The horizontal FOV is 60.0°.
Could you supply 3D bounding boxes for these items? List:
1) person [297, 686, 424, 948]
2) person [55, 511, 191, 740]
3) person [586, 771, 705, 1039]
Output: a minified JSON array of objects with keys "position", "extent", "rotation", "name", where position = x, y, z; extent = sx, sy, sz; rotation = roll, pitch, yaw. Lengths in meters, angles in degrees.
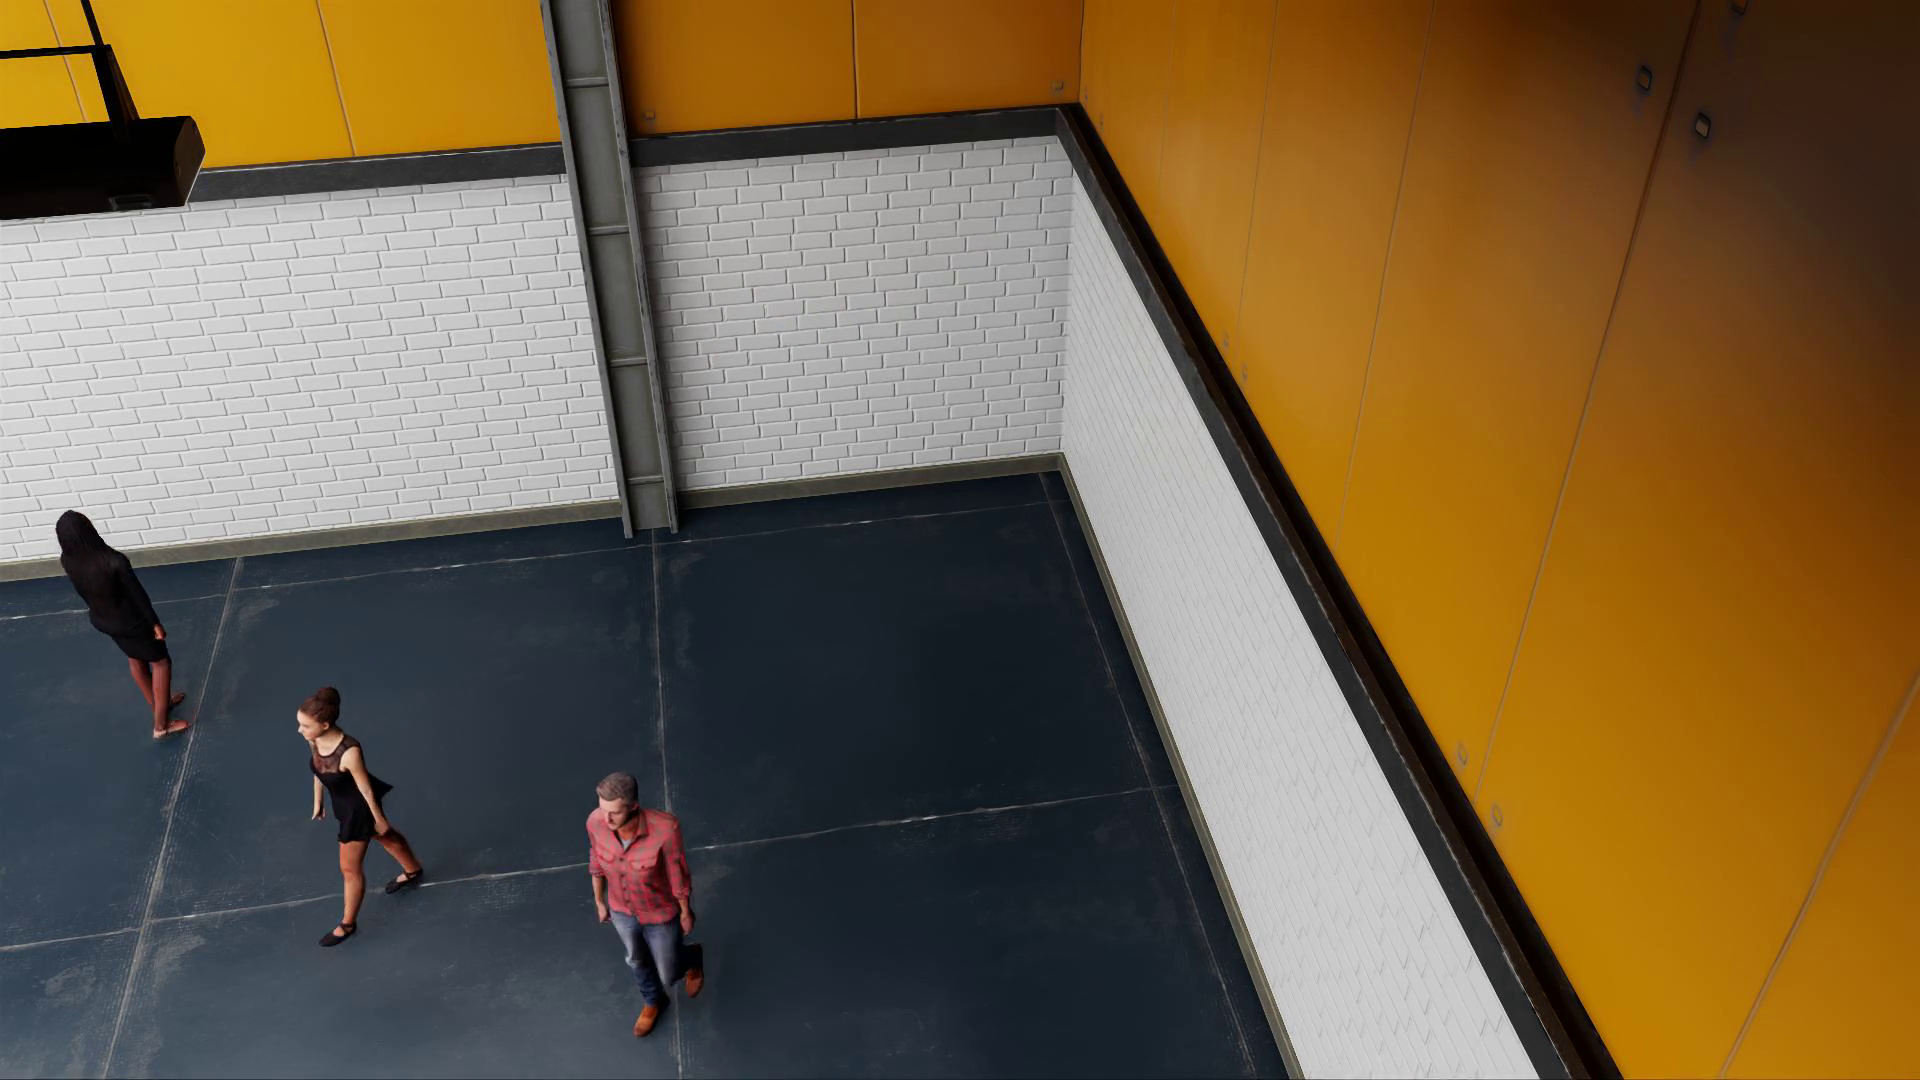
[{"position":[-3.277,1.425,9.236],"extent":[0.919,1.649,1.037],"rotation":[30,48,32],"name":"person"},{"position":[-5.213,0.537,10.304],"extent":[0.758,1.706,0.832],"rotation":[12,40,15],"name":"person"},{"position":[-1.593,1.816,8.609],"extent":[0.868,1.822,0.935],"rotation":[11,40,13],"name":"person"}]
